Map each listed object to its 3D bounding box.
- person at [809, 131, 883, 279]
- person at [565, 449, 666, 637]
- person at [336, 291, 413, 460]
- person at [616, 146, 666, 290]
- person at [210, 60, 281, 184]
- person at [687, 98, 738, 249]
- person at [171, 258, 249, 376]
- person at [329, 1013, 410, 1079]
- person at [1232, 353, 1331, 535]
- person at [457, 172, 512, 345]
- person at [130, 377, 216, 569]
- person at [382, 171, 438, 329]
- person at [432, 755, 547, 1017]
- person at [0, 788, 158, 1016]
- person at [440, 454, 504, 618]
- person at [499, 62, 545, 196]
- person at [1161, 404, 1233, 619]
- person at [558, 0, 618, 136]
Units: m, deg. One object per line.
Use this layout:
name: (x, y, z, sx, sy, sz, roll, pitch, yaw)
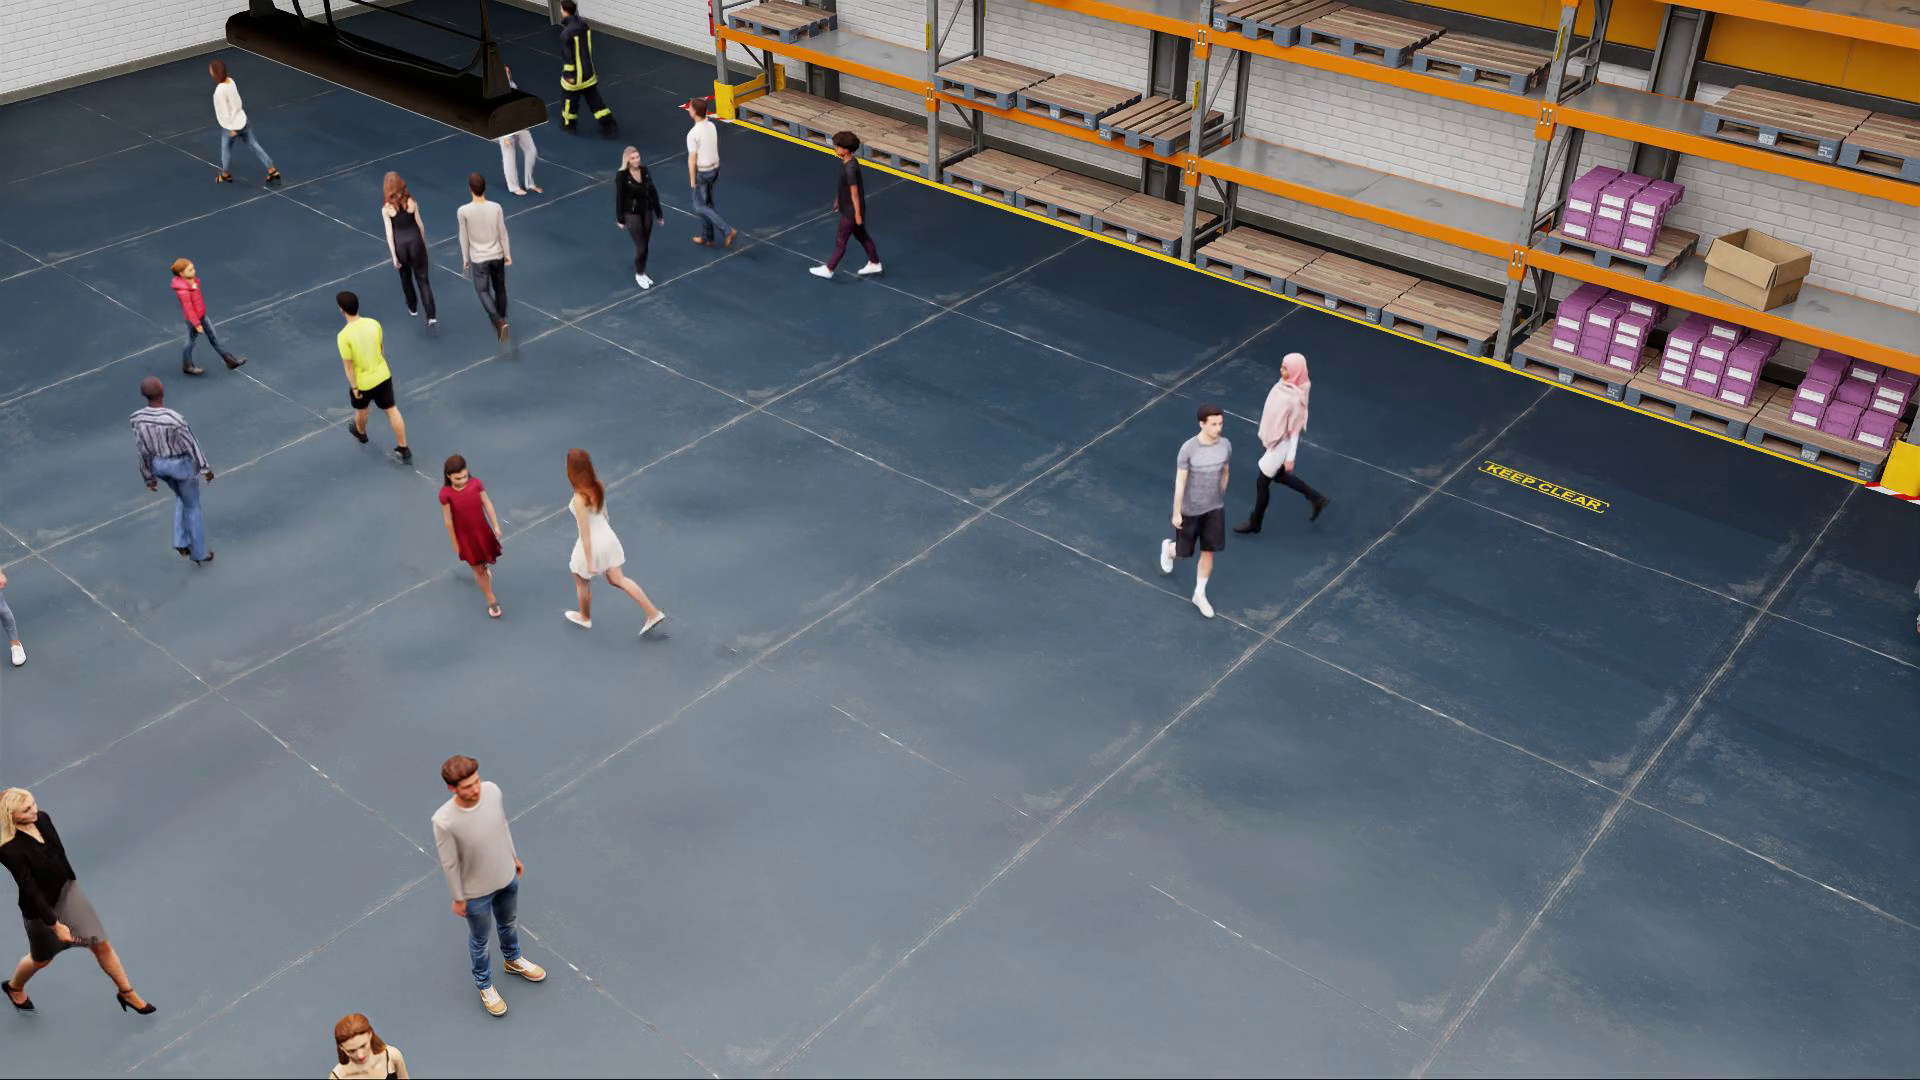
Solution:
person: (-1.156, -3.815, 19.050, 1.140, 1.744, 1.099, -4, 34, -6)
person: (-2.814, 0.072, 13.266, 1.191, 1.672, 0.851, 11, 35, 16)
person: (-5.502, -1.512, 15.659, 0.712, 1.662, 1.153, -28, 43, -35)
person: (-3.720, -3.702, 18.944, 0.637, 1.672, 0.650, 28, 43, 35)
person: (-9.265, -5.357, 21.470, 1.175, 1.632, 0.995, 4, 34, 6)
person: (-2.945, -4.300, 19.695, 1.031, 1.837, 0.776, 17, 37, 24)
person: (-7.952, -2.276, 17.149, 0.970, 1.283, 0.852, 2, 34, 2)
person: (-3.051, 3.091, 8.766, 0.608, 1.625, 0.620, -24, 40, -31)
person: (2.890, -0.812, 14.500, 1.164, 1.779, 1.103, -3, 34, -4)
person: (-5.013, -2.961, 17.667, 0.915, 1.851, 1.152, -16, 37, -22)
person: (-6.666, -0.503, 14.034, 0.751, 1.779, 0.843, 6, 34, 9)
person: (-5.942, -3.107, 18.010, 0.872, 1.715, 1.180, -16, 37, -22)
person: (-2.887, 2.043, 10.091, 0.592, 1.903, 0.690, 20, 39, 28)
person: (-5.500, 2.225, 9.907, 1.232, 1.804, 1.070, 2, 34, 4)
person: (-4.028, -0.108, 13.665, 0.744, 1.530, 0.922, -22, 39, -29)
person: (-5.795, -5.263, 21.247, 0.723, 1.722, 0.719, 19, 38, 26)
person: (1.923, -0.310, 13.683, 0.992, 1.847, 1.134, -10, 35, -15)
person: (-5.169, -6.455, 22.890, 1.278, 1.889, 0.942, 17, 37, 24)
